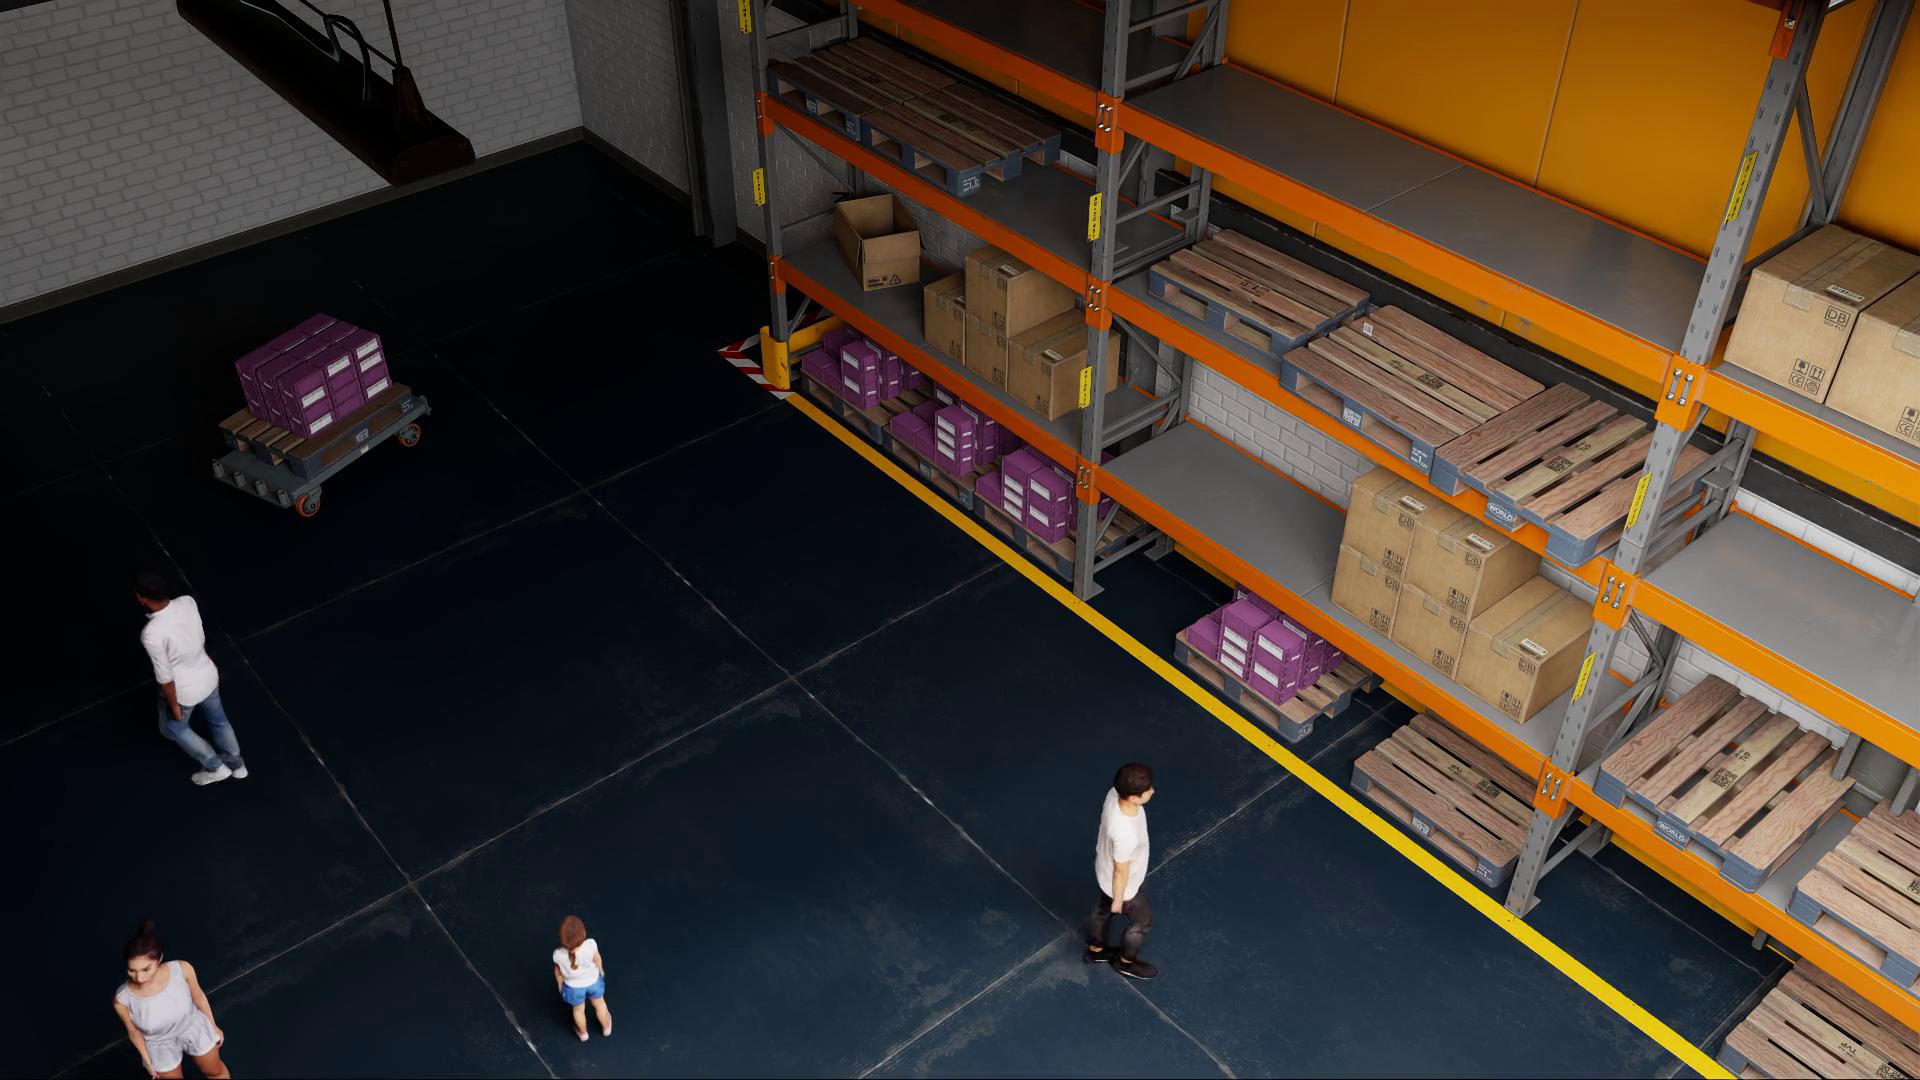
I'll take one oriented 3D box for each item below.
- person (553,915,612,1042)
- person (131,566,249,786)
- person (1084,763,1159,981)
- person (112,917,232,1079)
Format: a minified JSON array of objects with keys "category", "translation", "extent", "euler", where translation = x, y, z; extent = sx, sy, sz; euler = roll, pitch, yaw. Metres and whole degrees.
[{"category":"person","translation":[-2.170,2.509,9.515],"extent":[0.472,1.019,0.499],"euler":[-12,40,-15]},{"category":"person","translation":[-4.978,0.936,10.859],"extent":[0.806,1.801,0.777],"euler":[11,40,13]},{"category":"person","translation":[0.860,1.921,9.700],"extent":[0.837,1.708,0.770],"euler":[-2,39,-3]},{"category":"person","translation":[-4.181,2.643,8.873],"extent":[0.566,1.612,0.508],"euler":[-26,46,-29]}]
